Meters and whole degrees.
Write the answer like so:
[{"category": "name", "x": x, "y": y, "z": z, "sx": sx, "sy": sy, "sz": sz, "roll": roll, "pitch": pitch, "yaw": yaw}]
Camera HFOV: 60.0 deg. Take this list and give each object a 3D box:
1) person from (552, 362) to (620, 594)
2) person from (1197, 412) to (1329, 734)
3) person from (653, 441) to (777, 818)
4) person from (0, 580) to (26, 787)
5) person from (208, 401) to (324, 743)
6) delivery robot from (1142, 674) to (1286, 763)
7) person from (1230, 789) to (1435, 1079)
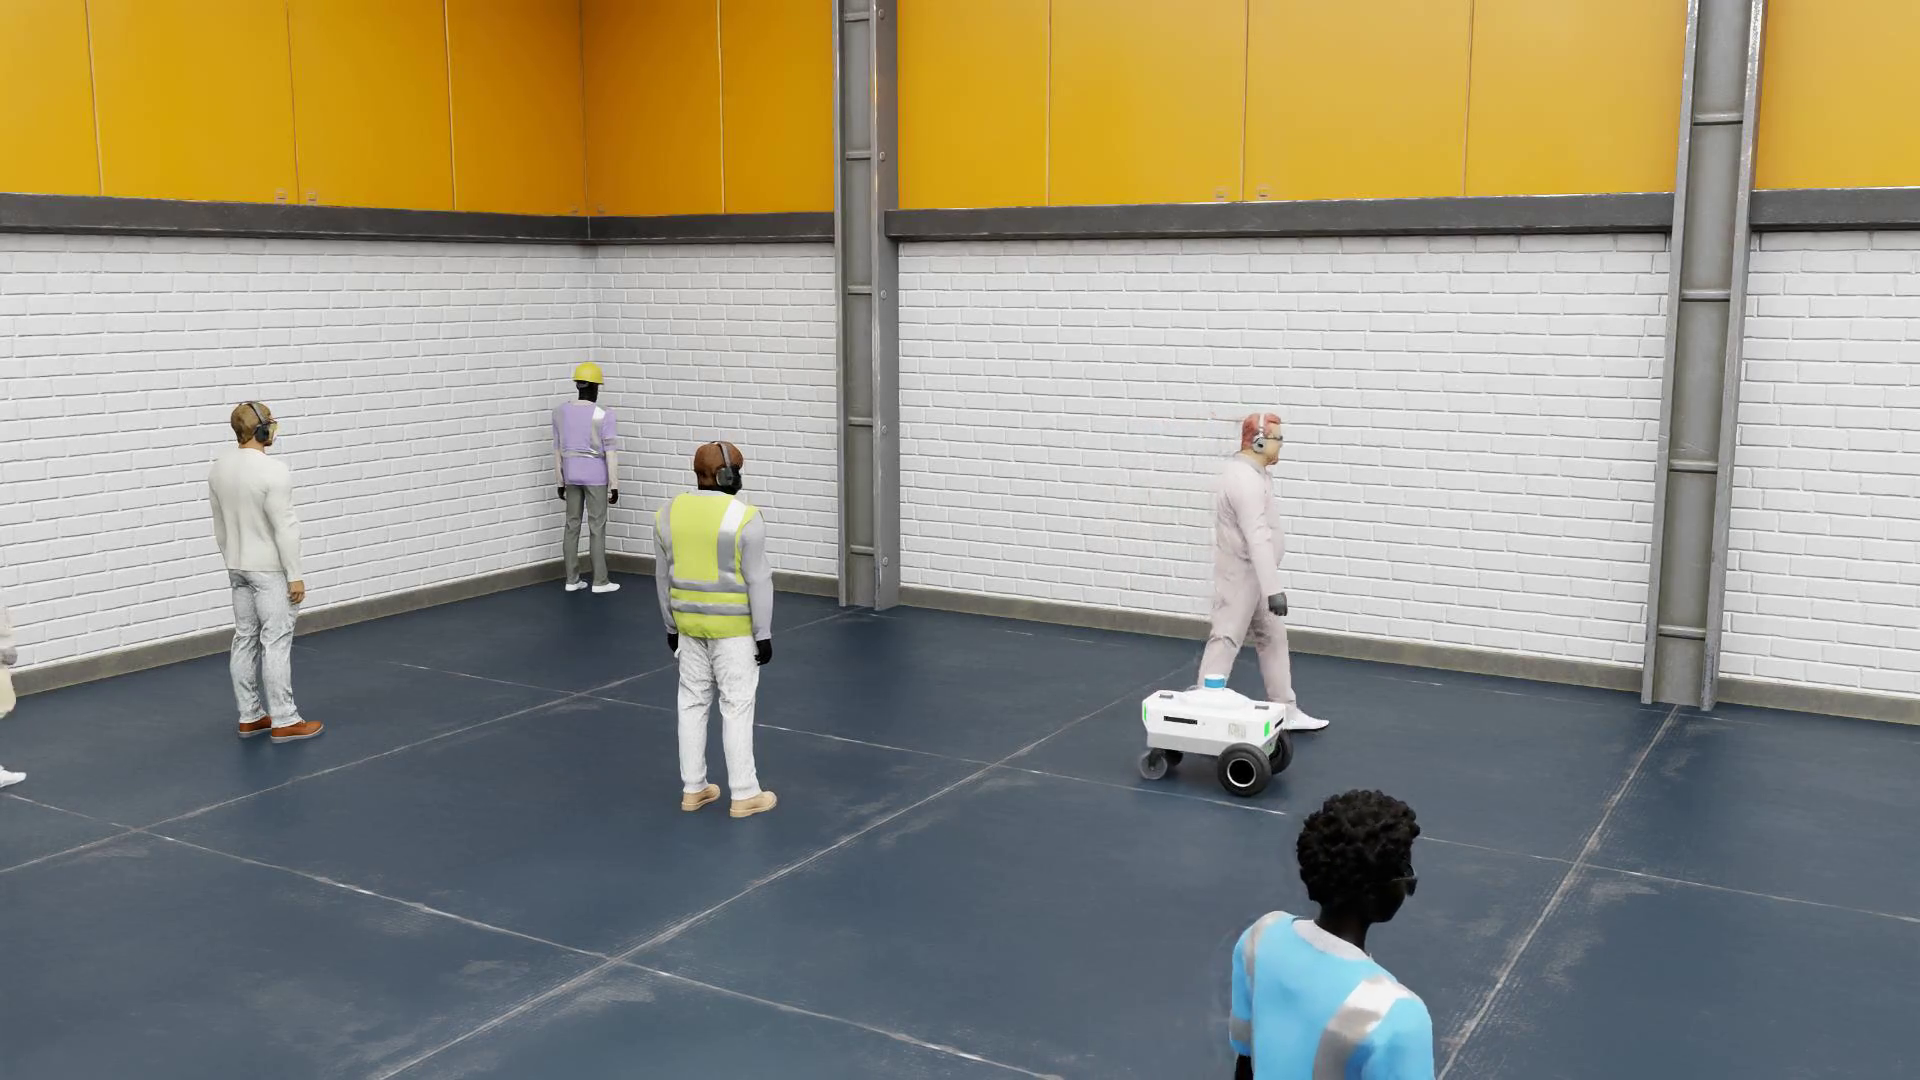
[{"category": "person", "x": -3.082, "y": -0.510, "z": 13.791, "sx": 0.585, "sy": 1.919, "sz": 0.391, "roll": 3, "pitch": 9, "yaw": 16}, {"category": "person", "x": 1.714, "y": 0.235, "z": 9.303, "sx": 0.888, "sy": 1.873, "sz": 0.667, "roll": 2, "pitch": 9, "yaw": 12}, {"category": "person", "x": -1.178, "y": 0.432, "z": 8.149, "sx": 0.629, "sy": 1.840, "sz": 0.429, "roll": 4, "pitch": 10, "yaw": 26}, {"category": "person", "x": -4.995, "y": 0.508, "z": 8.330, "sx": 0.518, "sy": 1.617, "sz": 0.546, "roll": 4, "pitch": 10, "yaw": 25}, {"category": "person", "x": -3.946, "y": 0.180, "z": 9.415, "sx": 0.632, "sy": 1.940, "sz": 0.372, "roll": 5, "pitch": 10, "yaw": 29}, {"category": "delivery robot", "x": 1.318, "y": 0.943, "z": 8.665, "sx": 0.707, "sy": 0.478, "sz": 0.477, "roll": 4, "pitch": 10, "yaw": 26}, {"category": "person", "x": 0.837, "y": 1.297, "z": 3.308, "sx": 0.834, "sy": 1.653, "sz": 0.542, "roll": -3, "pitch": 10, "yaw": -20}]
